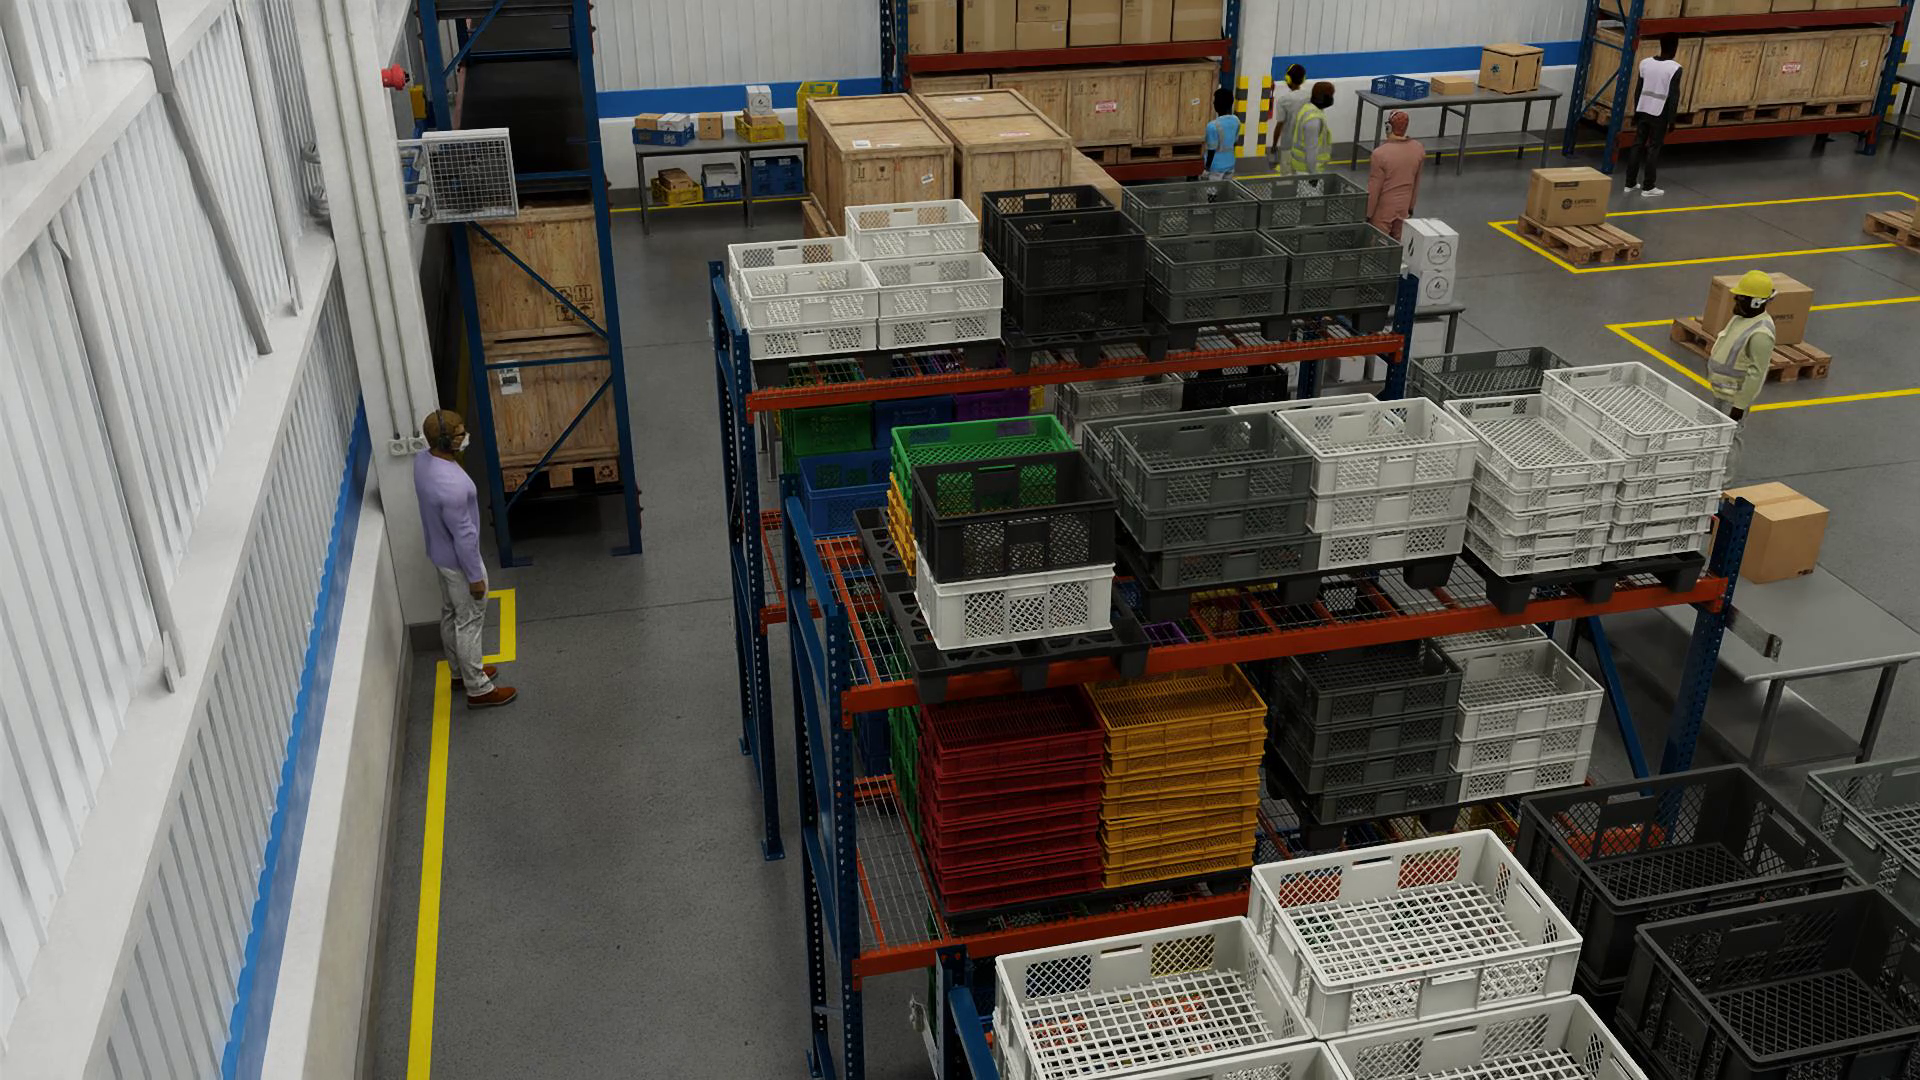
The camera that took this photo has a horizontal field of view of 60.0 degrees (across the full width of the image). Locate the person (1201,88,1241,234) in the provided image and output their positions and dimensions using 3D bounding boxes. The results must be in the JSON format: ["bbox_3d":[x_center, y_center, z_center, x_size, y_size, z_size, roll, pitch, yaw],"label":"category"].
[{"bbox_3d":[2.841,-4.102,18.280,0.315,1.695,0.541,23,35,36],"label":"person"}]

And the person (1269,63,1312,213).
[{"bbox_3d":[3.717,-4.404,18.696,0.544,1.848,0.377,-13,30,-23],"label":"person"}]

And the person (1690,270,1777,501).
[{"bbox_3d":[5.817,-1.145,12.526,0.404,1.833,0.593,4,28,7],"label":"person"}]

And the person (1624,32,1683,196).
[{"bbox_3d":[8.324,-5.106,19.954,0.390,1.917,0.587,-15,32,-27],"label":"person"}]

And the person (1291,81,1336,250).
[{"bbox_3d":[3.803,-4.056,18.058,0.431,1.830,0.643,4,28,8],"label":"person"}]

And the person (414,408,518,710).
[{"bbox_3d":[-3.022,0.109,10.034,0.355,1.938,0.637,-17,32,-29],"label":"person"}]

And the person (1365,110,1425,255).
[{"bbox_3d":[4.258,-3.317,16.576,0.648,1.900,0.401,-13,31,-24],"label":"person"}]
